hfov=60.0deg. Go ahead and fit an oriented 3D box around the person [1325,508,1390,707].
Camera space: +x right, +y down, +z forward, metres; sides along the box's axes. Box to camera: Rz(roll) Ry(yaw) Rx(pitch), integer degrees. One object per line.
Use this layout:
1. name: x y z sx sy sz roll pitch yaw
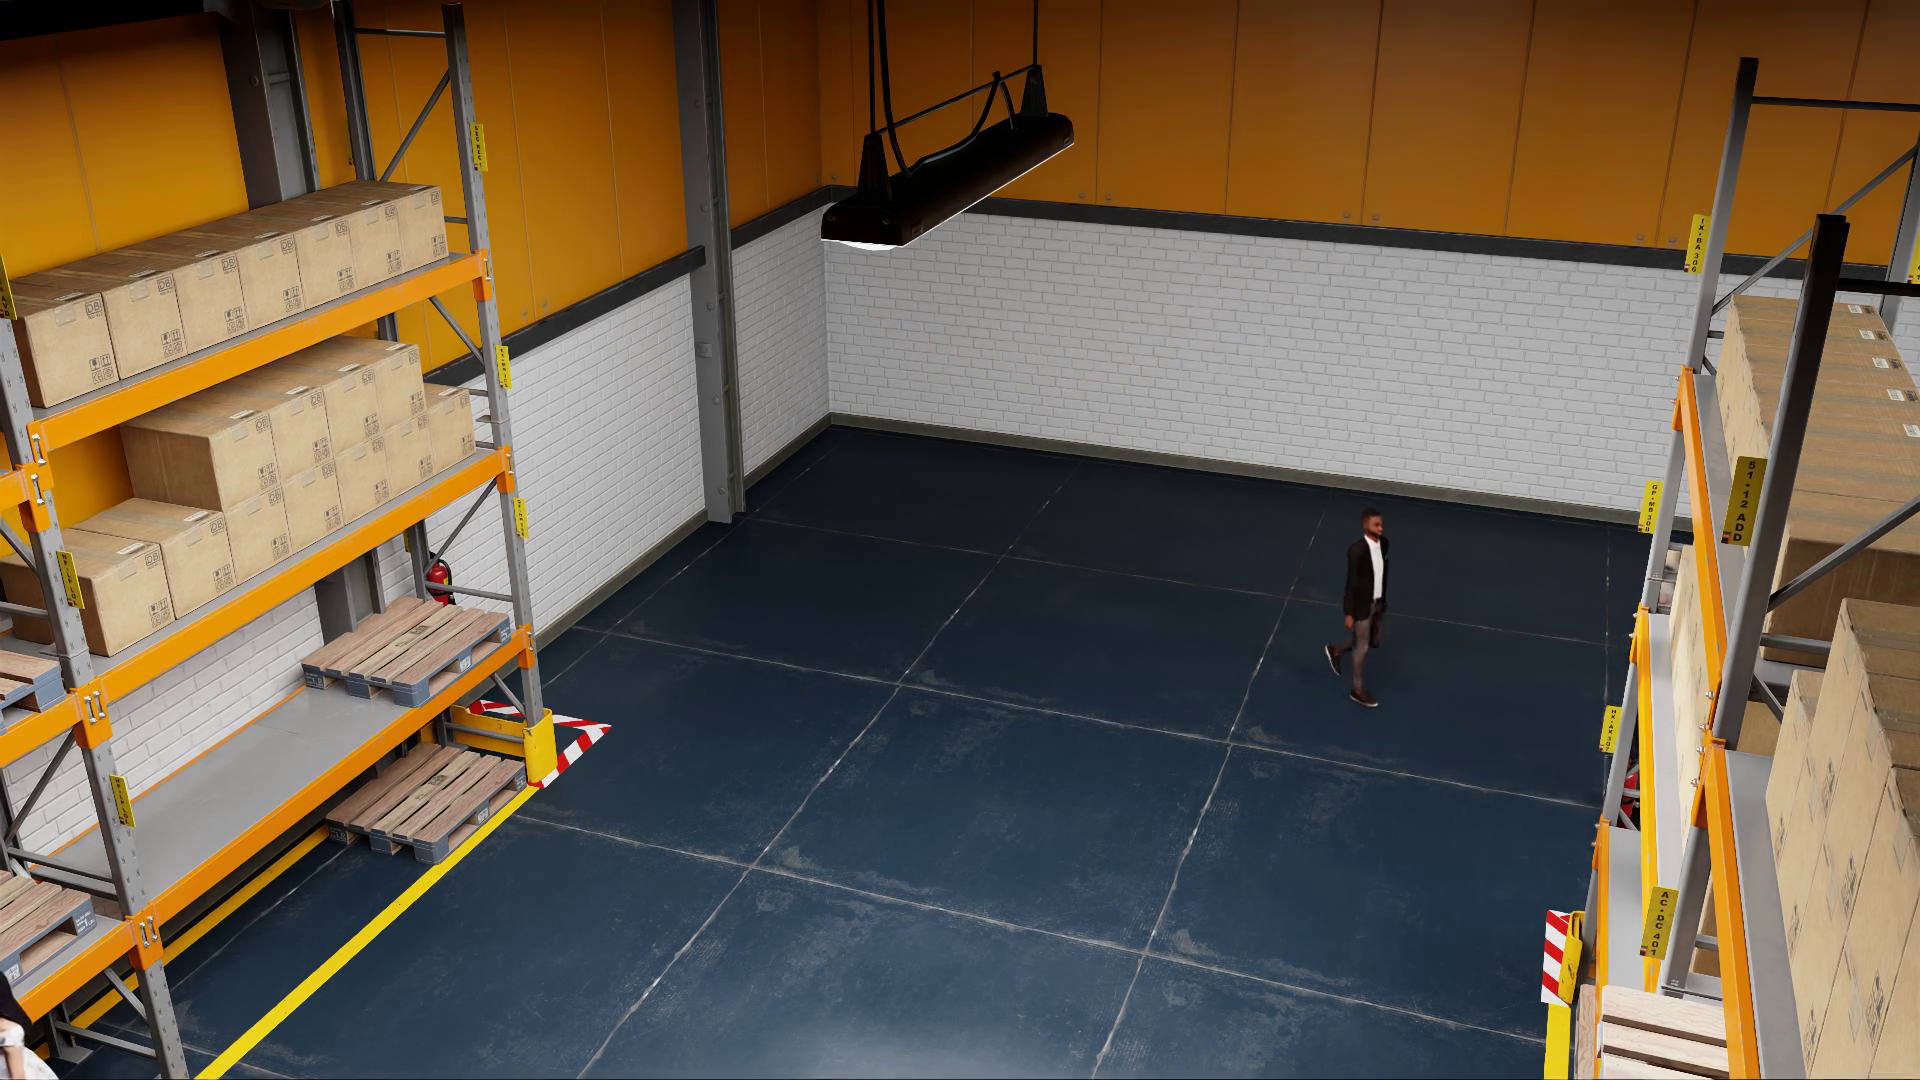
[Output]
1. person: 3.445 0.557 14.418 0.992 1.785 1.000 -17 29 -33
